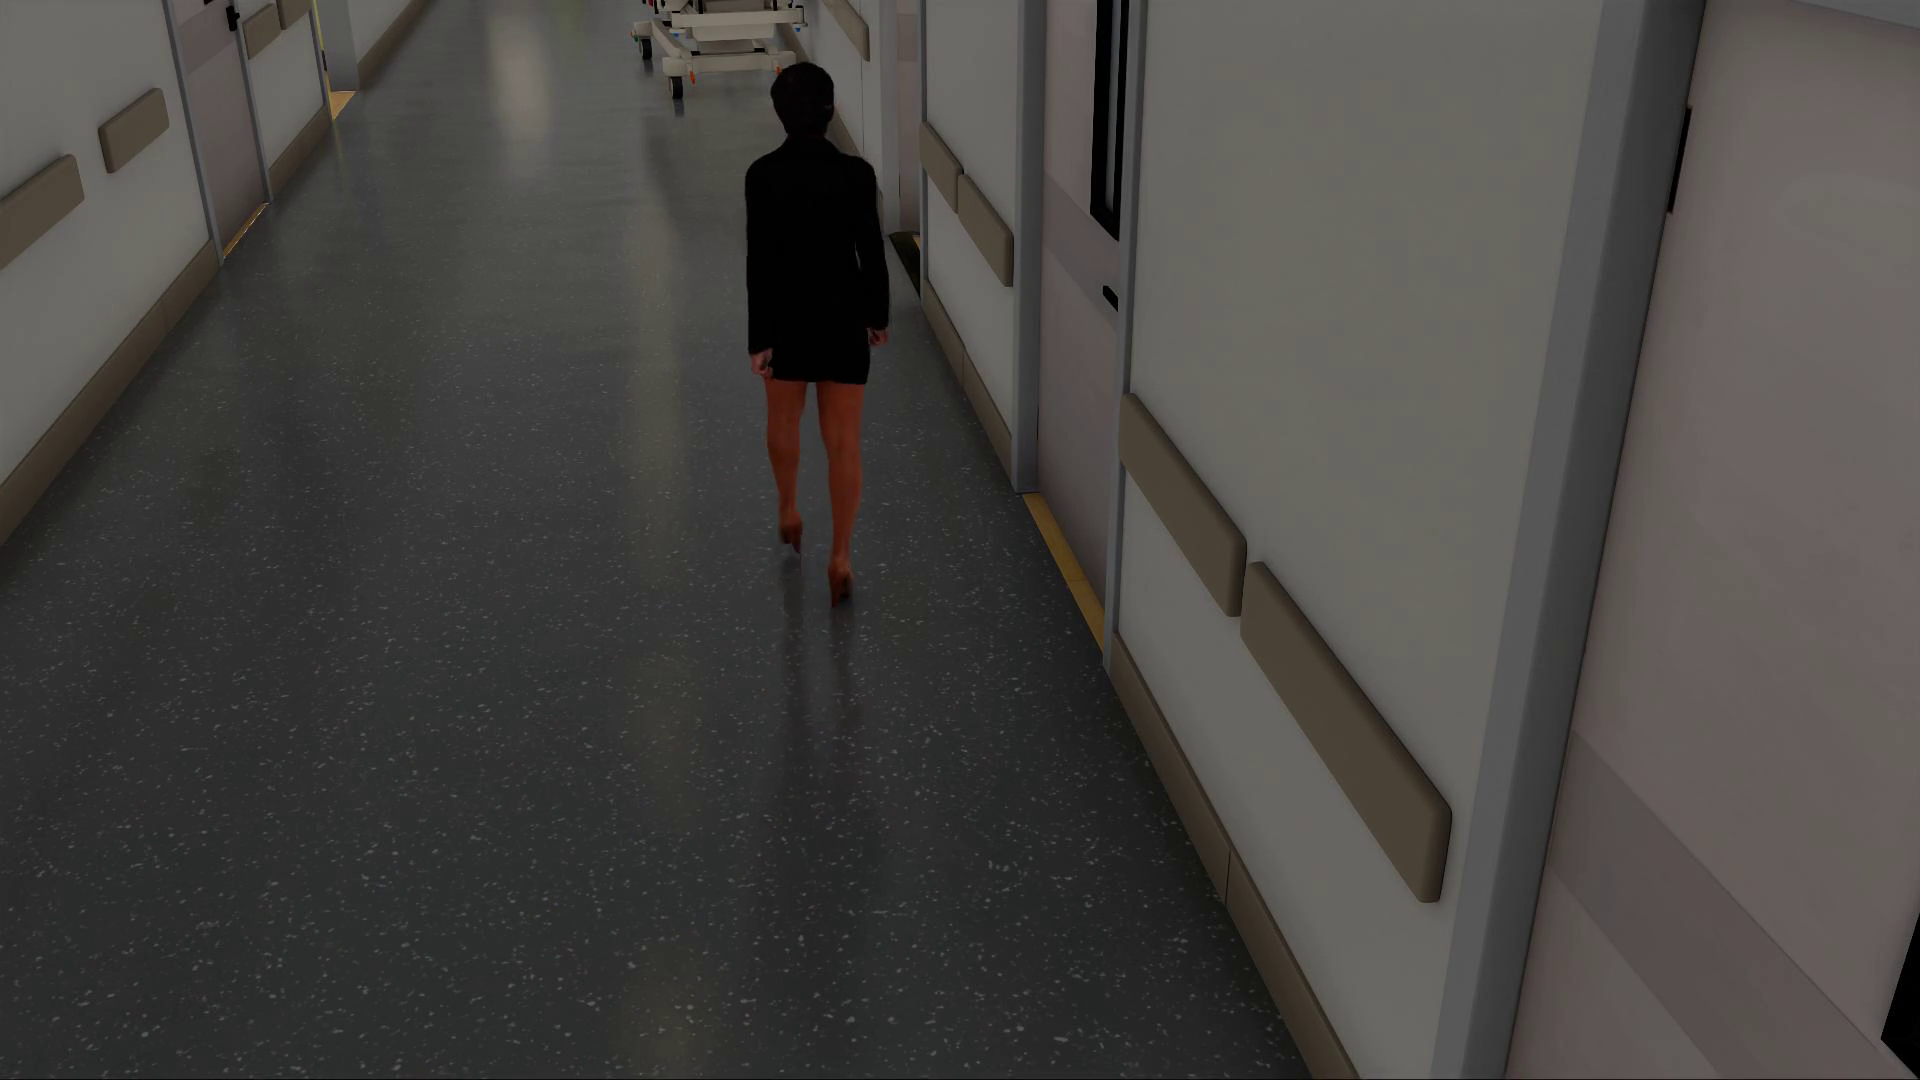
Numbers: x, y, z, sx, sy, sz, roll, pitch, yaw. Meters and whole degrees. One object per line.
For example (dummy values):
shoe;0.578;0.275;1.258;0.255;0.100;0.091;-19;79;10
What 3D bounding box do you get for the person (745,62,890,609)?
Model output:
person;-0.425;-0.557;4.943;0.738;1.621;0.679;-1;26;-2
